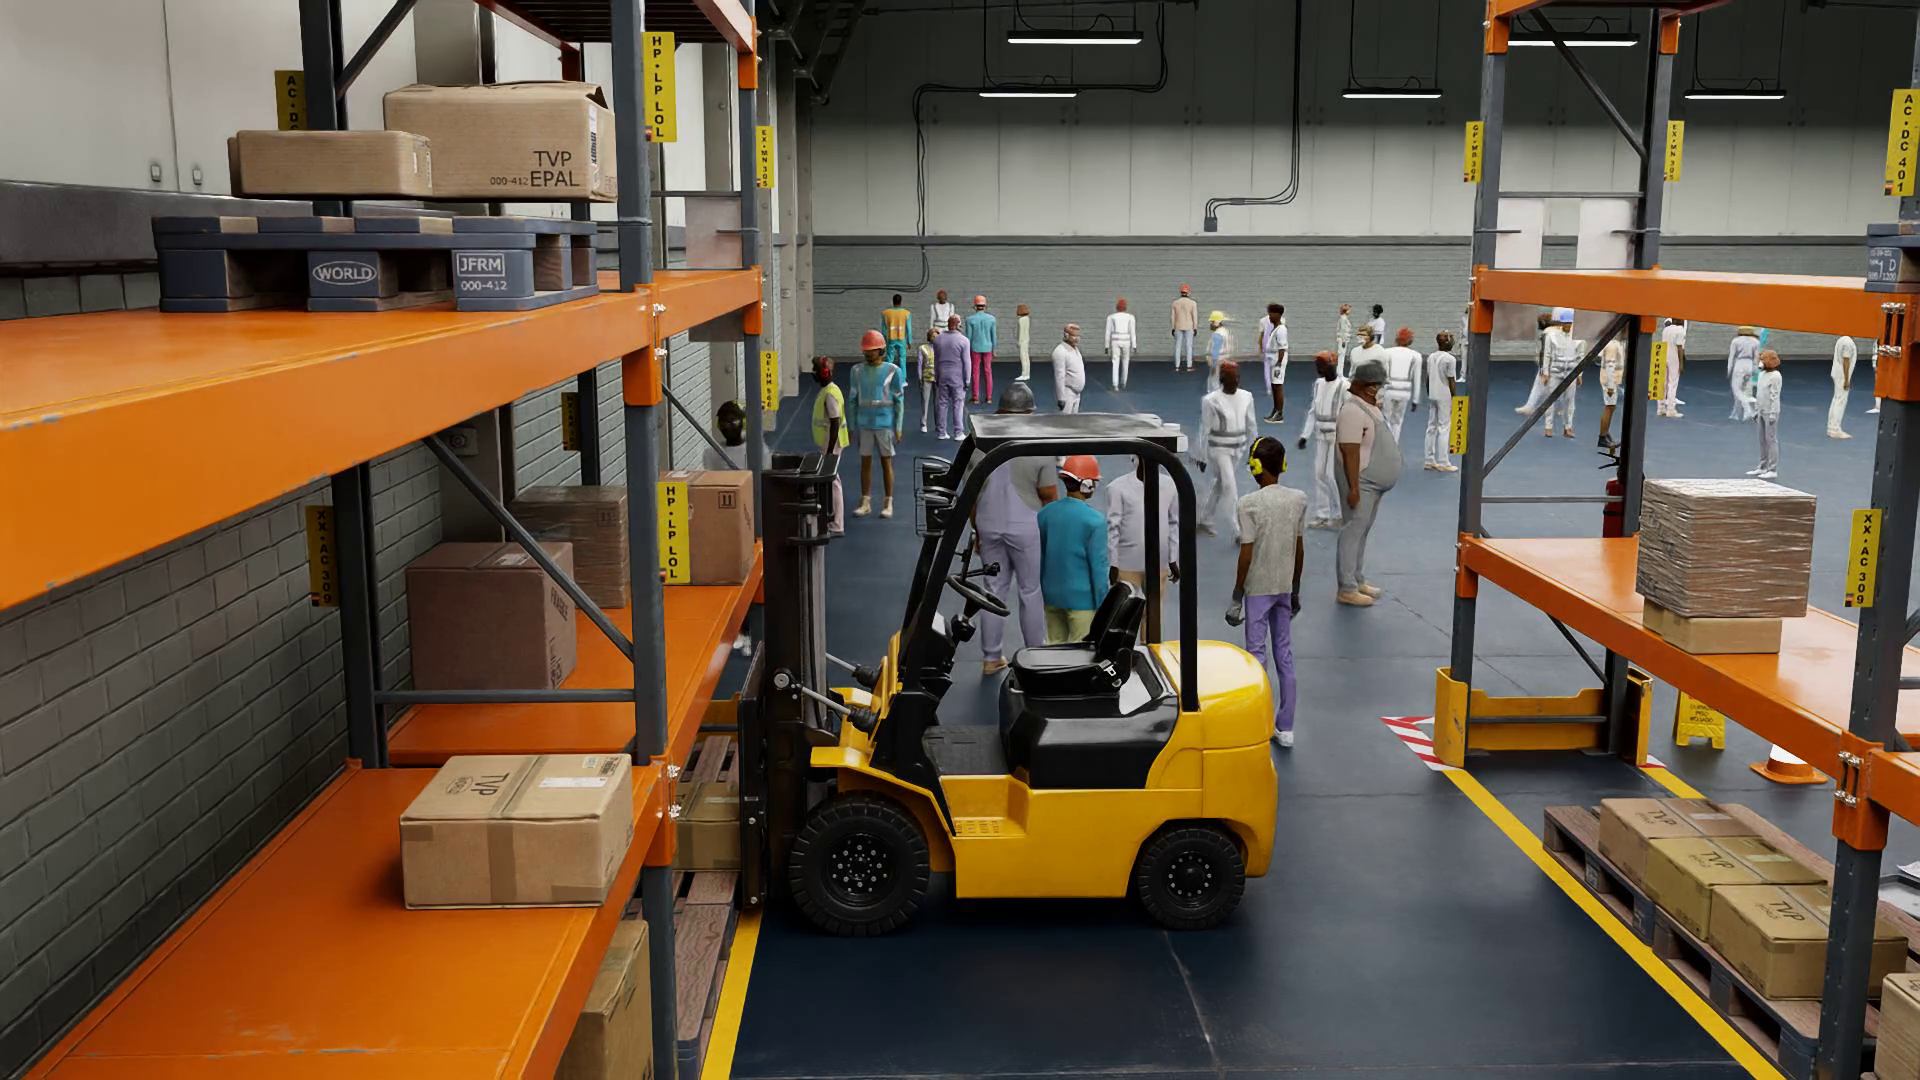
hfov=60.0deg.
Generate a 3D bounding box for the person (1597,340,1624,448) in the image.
[{"bbox_3d":[9.515,-2.299,24.196,0.391,1.924,0.553,5,11,26],"label":"person"}]

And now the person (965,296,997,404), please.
[{"bbox_3d":[0.389,-3.500,30.810,0.631,1.997,0.585,-3,11,-19],"label":"person"}]

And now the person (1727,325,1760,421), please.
[{"bbox_3d":[13.103,-2.841,27.805,0.507,1.728,0.725,-1,10,-5],"label":"person"}]

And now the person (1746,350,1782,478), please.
[{"bbox_3d":[10.258,-1.603,21.158,0.288,1.626,0.498,0,10,0],"label":"person"}]

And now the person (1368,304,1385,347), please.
[{"bbox_3d":[8.790,-4.173,35.362,0.323,1.674,0.665,-2,10,-13],"label":"person"}]

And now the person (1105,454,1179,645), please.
[{"bbox_3d":[1.239,0.126,11.154,0.564,1.752,0.340,-4,11,-23],"label":"person"}]

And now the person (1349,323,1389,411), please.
[{"bbox_3d":[5.332,-1.866,21.780,0.379,1.931,0.625,-6,12,-32],"label":"person"}]

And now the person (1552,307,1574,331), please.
[{"bbox_3d":[12.629,-4.230,34.623,0.537,2.000,0.680,9,13,40],"label":"person"}]

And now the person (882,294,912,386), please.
[{"bbox_3d":[-1.302,-4.135,34.498,0.608,1.905,0.405,0,10,1],"label":"person"}]

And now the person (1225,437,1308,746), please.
[{"bbox_3d":[1.793,0.319,9.781,0.514,1.865,0.329,-6,12,-29],"label":"person"}]

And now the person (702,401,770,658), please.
[{"bbox_3d":[-1.630,-0.079,12.044,0.551,1.843,0.711,1,10,6],"label":"person"}]

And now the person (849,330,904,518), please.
[{"bbox_3d":[-0.920,-1.248,18.008,0.612,2.039,0.392,3,11,16],"label":"person"}]

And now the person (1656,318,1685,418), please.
[{"bbox_3d":[12.124,-2.998,28.309,0.324,1.842,0.514,-2,10,-12],"label":"person"}]

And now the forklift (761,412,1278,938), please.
[{"bbox_3d":[0.291,0.548,7.580,2.313,2.155,1.214,0,10,-2],"label":"forklift"}]

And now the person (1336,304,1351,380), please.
[{"bbox_3d":[8.317,-4.287,36.065,0.310,1.638,0.523,2,10,13],"label":"person"}]

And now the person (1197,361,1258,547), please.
[{"bbox_3d":[2.647,-0.873,16.557,0.574,1.829,1.034,-6,12,-30],"label":"person"}]

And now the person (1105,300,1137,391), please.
[{"bbox_3d":[3.248,-3.949,33.710,0.603,1.810,1.107,0,10,1],"label":"person"}]

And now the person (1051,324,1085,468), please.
[{"bbox_3d":[1.459,-1.908,22.086,0.406,1.902,0.636,5,11,24],"label":"person"}]

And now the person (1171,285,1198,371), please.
[{"bbox_3d":[5.208,-4.922,38.606,0.622,1.993,0.382,3,11,18],"label":"person"}]

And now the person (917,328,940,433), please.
[{"bbox_3d":[-0.432,-2.512,26.177,0.511,1.638,0.309,-4,11,-19],"label":"person"}]

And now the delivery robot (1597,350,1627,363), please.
[{"bbox_3d":[15.504,-4.407,39.491,0.707,0.478,0.477,8,13,37],"label":"delivery robot"}]

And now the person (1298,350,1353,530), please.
[{"bbox_3d":[3.848,-1.040,17.326,0.479,1.868,0.631,-5,11,-24],"label":"person"}]

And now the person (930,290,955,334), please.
[{"bbox_3d":[-0.390,-4.817,38.377,0.615,1.861,0.677,-2,10,-9],"label":"person"}]

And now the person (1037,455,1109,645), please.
[{"bbox_3d":[0.705,0.331,10.054,0.359,1.743,0.562,-8,13,-39],"label":"person"}]

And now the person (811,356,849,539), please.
[{"bbox_3d":[-1.312,-0.934,16.807,0.372,1.843,0.571,-2,10,-9],"label":"person"}]

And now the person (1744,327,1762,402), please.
[{"bbox_3d":[14.803,-3.502,31.077,0.327,1.863,0.511,-1,10,-7],"label":"person"}]

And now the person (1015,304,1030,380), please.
[{"bbox_3d":[1.362,-4.286,36.071,0.267,1.632,0.509,4,11,20],"label":"person"}]

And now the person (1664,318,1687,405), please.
[{"bbox_3d":[13.144,-3.444,30.589,0.592,1.920,0.392,-9,13,-40],"label":"person"}]

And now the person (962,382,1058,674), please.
[{"bbox_3d":[0.392,-0.072,11.460,0.675,2.000,0.537,5,12,28],"label":"person"}]

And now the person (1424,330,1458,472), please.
[{"bbox_3d":[6.275,-1.802,21.645,0.345,1.846,0.508,-5,11,-26],"label":"person"}]

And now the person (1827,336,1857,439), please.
[{"bbox_3d":[13.453,-2.452,25.305,0.346,1.838,0.520,4,11,19],"label":"person"}]

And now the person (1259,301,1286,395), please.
[{"bbox_3d":[6.144,-3.760,32.600,0.547,1.824,0.663,4,11,22],"label":"person"}]

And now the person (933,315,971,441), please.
[{"bbox_3d":[-0.095,-2.438,25.054,0.645,1.900,0.399,6,12,30],"label":"person"}]

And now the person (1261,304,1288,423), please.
[{"bbox_3d":[5.231,-2.922,27.543,0.361,1.965,0.613,0,10,1],"label":"person"}]

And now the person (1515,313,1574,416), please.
[{"bbox_3d":[10.159,-3.022,28.657,0.885,1.792,0.681,5,11,25],"label":"person"}]

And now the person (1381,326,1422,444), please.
[{"bbox_3d":[5.856,-1.918,22.252,0.612,1.865,0.607,2,10,9],"label":"person"}]

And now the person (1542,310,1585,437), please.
[{"bbox_3d":[9.238,-2.541,25.473,0.605,1.948,0.391,1,10,6],"label":"person"}]

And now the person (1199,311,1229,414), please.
[{"bbox_3d":[4.515,-3.042,28.659,0.701,1.811,0.600,2,10,12],"label":"person"}]

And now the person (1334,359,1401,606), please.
[{"bbox_3d":[3.381,-0.494,13.810,0.536,2.000,0.688,5,11,25],"label":"person"}]
